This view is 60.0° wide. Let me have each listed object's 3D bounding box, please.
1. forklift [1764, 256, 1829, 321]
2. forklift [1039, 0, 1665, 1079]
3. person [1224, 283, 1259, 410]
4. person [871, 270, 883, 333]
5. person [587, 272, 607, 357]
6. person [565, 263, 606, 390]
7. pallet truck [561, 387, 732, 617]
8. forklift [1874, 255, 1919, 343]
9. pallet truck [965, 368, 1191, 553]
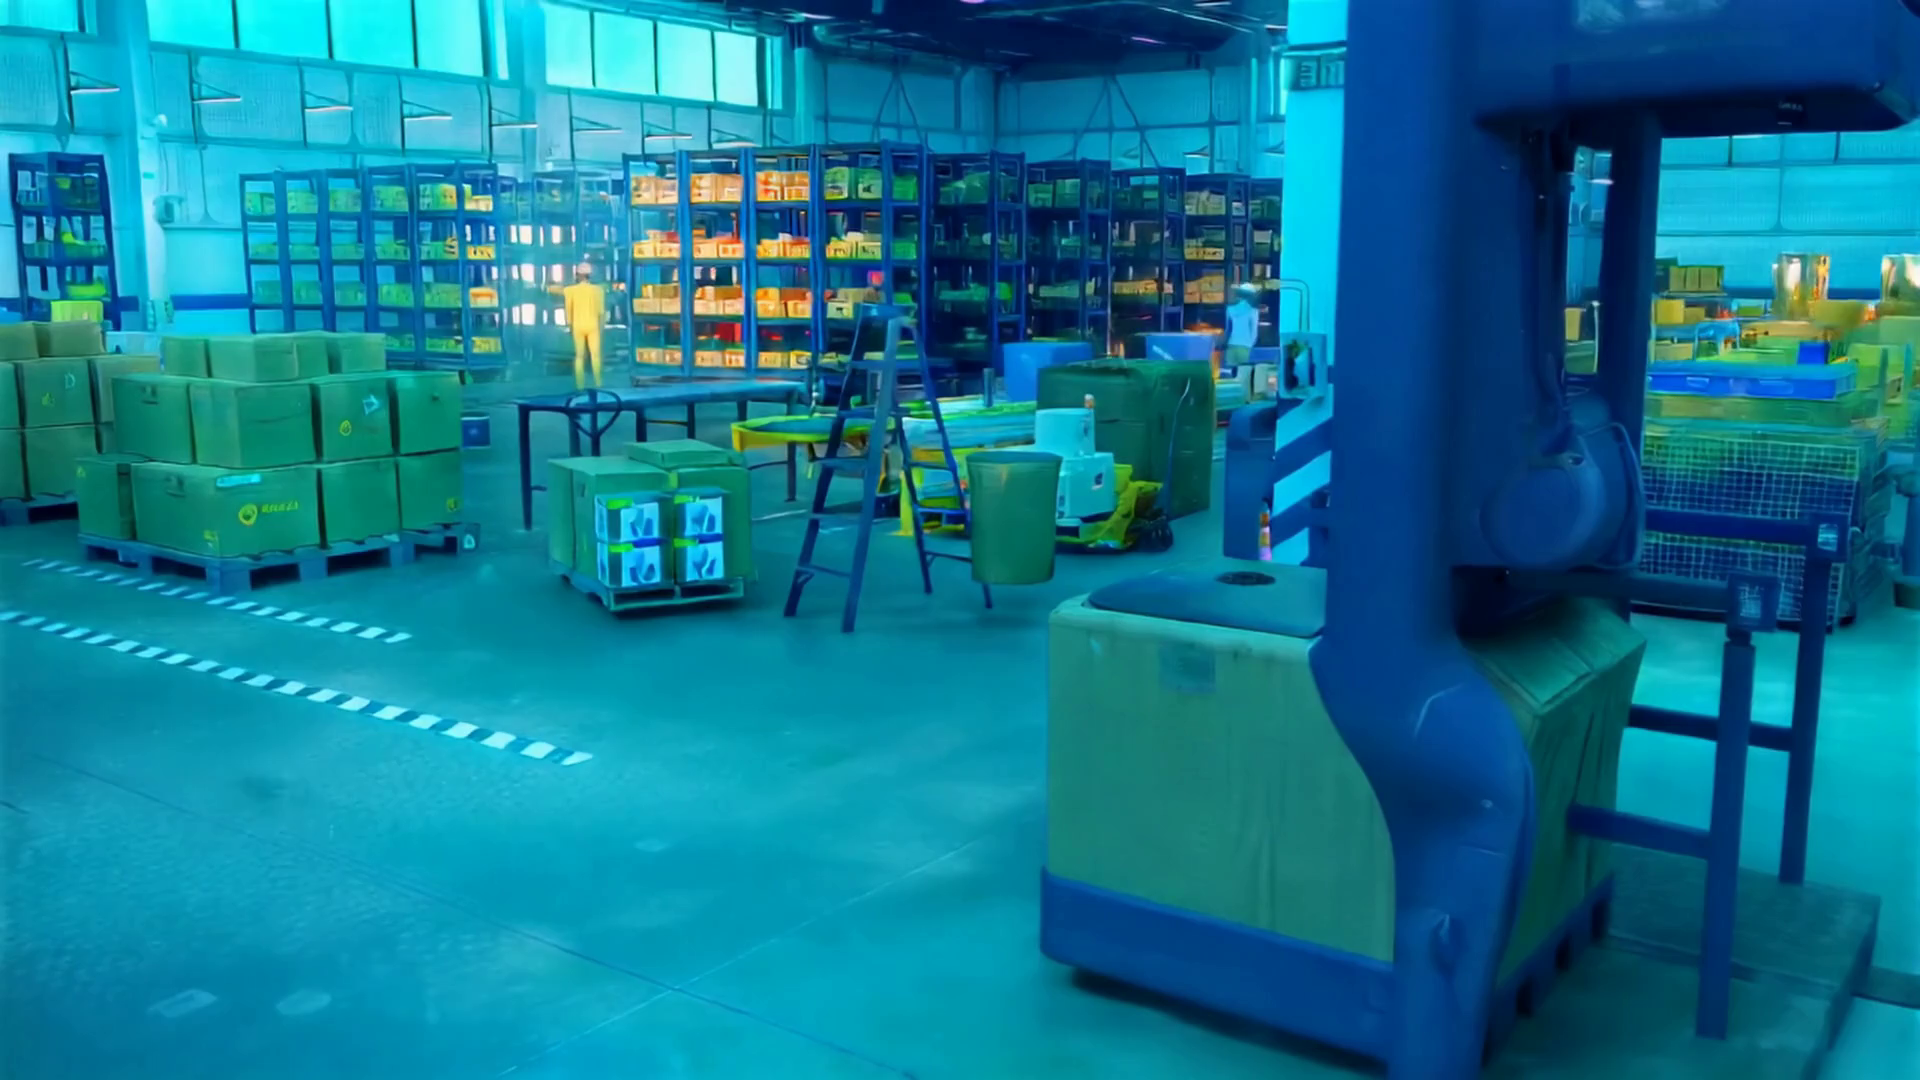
[{"bbox_3d":[20.253,-5.854,40.139,1.157,1.987,2.680,7,12,35],"label":"forklift"},{"bbox_3d":[1.249,-0.137,4.360,1.873,2.768,1.129,7,12,35],"label":"forklift"},{"bbox_3d":[3.883,-2.654,22.808,0.531,1.720,0.913,7,12,35],"label":"person"},{"bbox_3d":[-1.706,-4.521,33.583,0.403,1.833,0.586,1,10,6],"label":"person"},{"bbox_3d":[-7.748,-4.701,34.758,0.696,1.806,0.393,2,10,14],"label":"person"},{"bbox_3d":[-5.656,-3.188,25.177,0.612,1.990,0.392,1,10,4],"label":"person"},{"bbox_3d":[-1.981,-0.274,10.088,0.680,1.201,1.601,-5,11,-28],"label":"pallet truck"},{"bbox_3d":[22.089,-5.634,38.796,1.157,1.987,2.680,6,11,33],"label":"forklift"},{"bbox_3d":[0.845,-0.609,11.869,1.630,1.274,0.653,7,12,35],"label":"pallet truck"}]
